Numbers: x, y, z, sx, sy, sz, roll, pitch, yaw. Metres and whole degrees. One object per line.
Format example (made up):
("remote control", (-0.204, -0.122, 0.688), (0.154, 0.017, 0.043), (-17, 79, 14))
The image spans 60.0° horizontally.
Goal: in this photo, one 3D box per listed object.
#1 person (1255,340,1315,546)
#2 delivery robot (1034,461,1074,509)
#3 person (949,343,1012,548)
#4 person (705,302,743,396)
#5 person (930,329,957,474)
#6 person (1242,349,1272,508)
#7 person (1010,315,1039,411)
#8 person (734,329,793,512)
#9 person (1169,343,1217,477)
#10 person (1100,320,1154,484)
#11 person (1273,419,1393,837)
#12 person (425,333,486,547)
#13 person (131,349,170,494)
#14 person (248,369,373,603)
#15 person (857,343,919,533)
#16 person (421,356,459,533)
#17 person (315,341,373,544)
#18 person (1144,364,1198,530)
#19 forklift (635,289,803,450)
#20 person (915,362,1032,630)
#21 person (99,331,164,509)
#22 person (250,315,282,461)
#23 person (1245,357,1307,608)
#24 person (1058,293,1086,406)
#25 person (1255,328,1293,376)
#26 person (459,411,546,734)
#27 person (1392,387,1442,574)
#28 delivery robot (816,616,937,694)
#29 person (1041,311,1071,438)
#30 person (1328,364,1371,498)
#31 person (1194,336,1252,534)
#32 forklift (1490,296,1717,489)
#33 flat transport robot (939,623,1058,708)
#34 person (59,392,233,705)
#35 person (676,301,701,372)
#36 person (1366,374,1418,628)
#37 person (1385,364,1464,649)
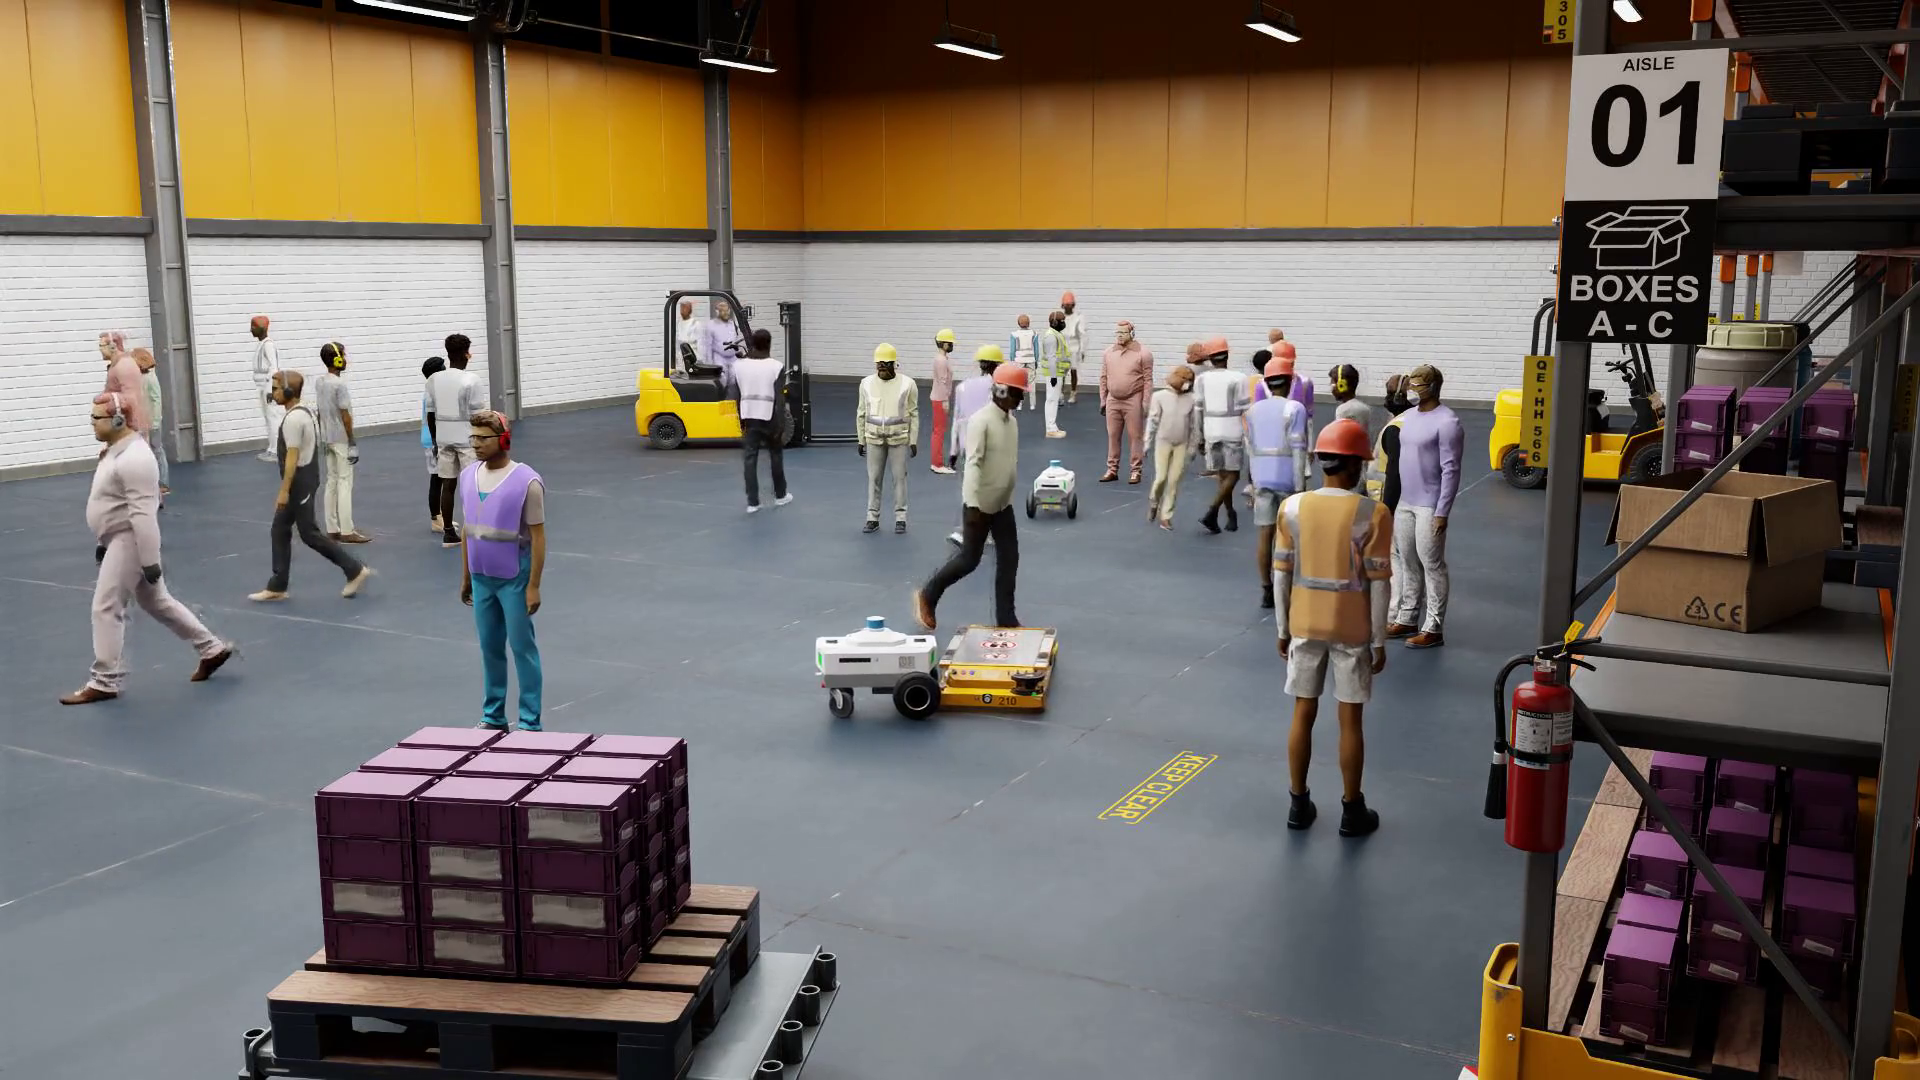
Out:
("person", (2.936, -0.845, 14.991), (0.568, 1.912, 0.491), (0, 10, -1))
("delivery robot", (0.971, -0.573, 17.074), (0.477, 0.478, 0.707), (2, 10, 10))
("person", (0.138, -0.825, 15.011), (0.605, 1.883, 0.804), (7, 12, 36))
("person", (-3.897, -2.989, 27.471), (0.662, 1.887, 0.549), (-6, 11, -30))
("person", (-0.202, -1.693, 20.342), (0.329, 1.764, 0.524), (-1, 10, -5))
("person", (3.163, -1.165, 17.482), (0.361, 1.681, 0.558), (-3, 10, -19))
("person", (1.095, -3.011, 28.323), (0.514, 1.640, 0.310), (-2, 10, -12))
("person", (-2.062, -1.270, 17.527), (0.604, 1.880, 0.902), (2, 10, 13))
("person", (2.799, -1.571, 20.104), (0.822, 1.590, 0.534), (7, 12, 37))
("person", (1.916, -1.607, 19.421), (0.652, 1.906, 0.405), (6, 11, 29))
("person", (1.726, 0.405, 7.708), (0.547, 1.930, 0.384), (6, 11, 30))
("person", (-4.553, -0.900, 15.156), (0.614, 1.962, 0.361), (3, 10, 19))
("person", (-9.032, -1.312, 18.500), (0.507, 1.632, 0.268), (9, 13, 42))
("person", (-5.037, -0.413, 12.800), (0.868, 1.816, 0.515), (-4, 11, -24))
("person", (-0.700, -0.972, 15.960), (0.599, 1.830, 0.403), (2, 10, 9))
("person", (-5.022, -0.918, 16.030), (0.317, 1.700, 0.539), (-2, 10, -14))
("person", (-5.737, -0.895, 15.395), (0.513, 1.876, 0.328), (8, 13, 38))
("person", (2.060, -0.909, 16.197), (0.555, 1.610, 0.379), (-1, 10, -8))
("forklift", (-3.358, -2.392, 23.136), (2.313, 2.155, 1.214), (-1, 10, -5))
("person", (0.127, -0.270, 11.579), (0.890, 1.943, 0.690), (6, 12, 32))
("person", (-8.729, -1.213, 17.236), (0.798, 1.874, 0.656), (-3, 10, -19))
("person", (-8.964, -1.959, 21.523), (0.337, 1.883, 0.584), (-6, 11, -31))
("person", (2.420, -0.442, 12.736), (0.552, 1.888, 0.605), (7, 12, 36))
("person", (1.937, -3.367, 29.440), (0.620, 1.986, 1.038), (2, 10, 9))
("person", (4.426, -2.165, 23.440), (0.526, 1.637, 0.333), (1, 10, 4))
("person", (-2.488, 0.212, 9.064), (0.569, 1.845, 0.385), (5, 11, 28))
("person", (3.738, -0.524, 13.597), (0.523, 1.747, 0.693), (5, 11, 28))
("delivery robot", (-0.494, 0.692, 9.752), (0.707, 0.478, 0.477), (-1, 10, -3))
("person", (1.403, -2.414, 24.281), (0.429, 1.841, 0.633), (1, 10, 8))
("person", (3.098, -0.432, 12.835), (0.747, 1.835, 0.586), (7, 12, 34))
("person", (2.528, -1.002, 15.958), (0.619, 1.893, 0.654), (7, 12, 36))
("forklift", (7.296, -1.677, 18.993), (2.313, 2.155, 1.214), (5, 11, 27))
("flat transport robot", (0.246, 0.767, 10.409), (0.652, 0.197, 1.431), (1, 10, 7))
("person", (-4.984, 0.022, 10.117), (0.940, 1.869, 0.647), (-6, 11, -29))
("person", (-4.705, -3.217, 28.858), (0.594, 1.867, 0.732), (7, 12, 34))
("person", (3.083, -0.246, 11.735), (0.429, 1.844, 0.626), (5, 11, 29))
("person", (3.158, -0.232, 11.373), (0.372, 1.940, 0.630), (-4, 11, -21))
